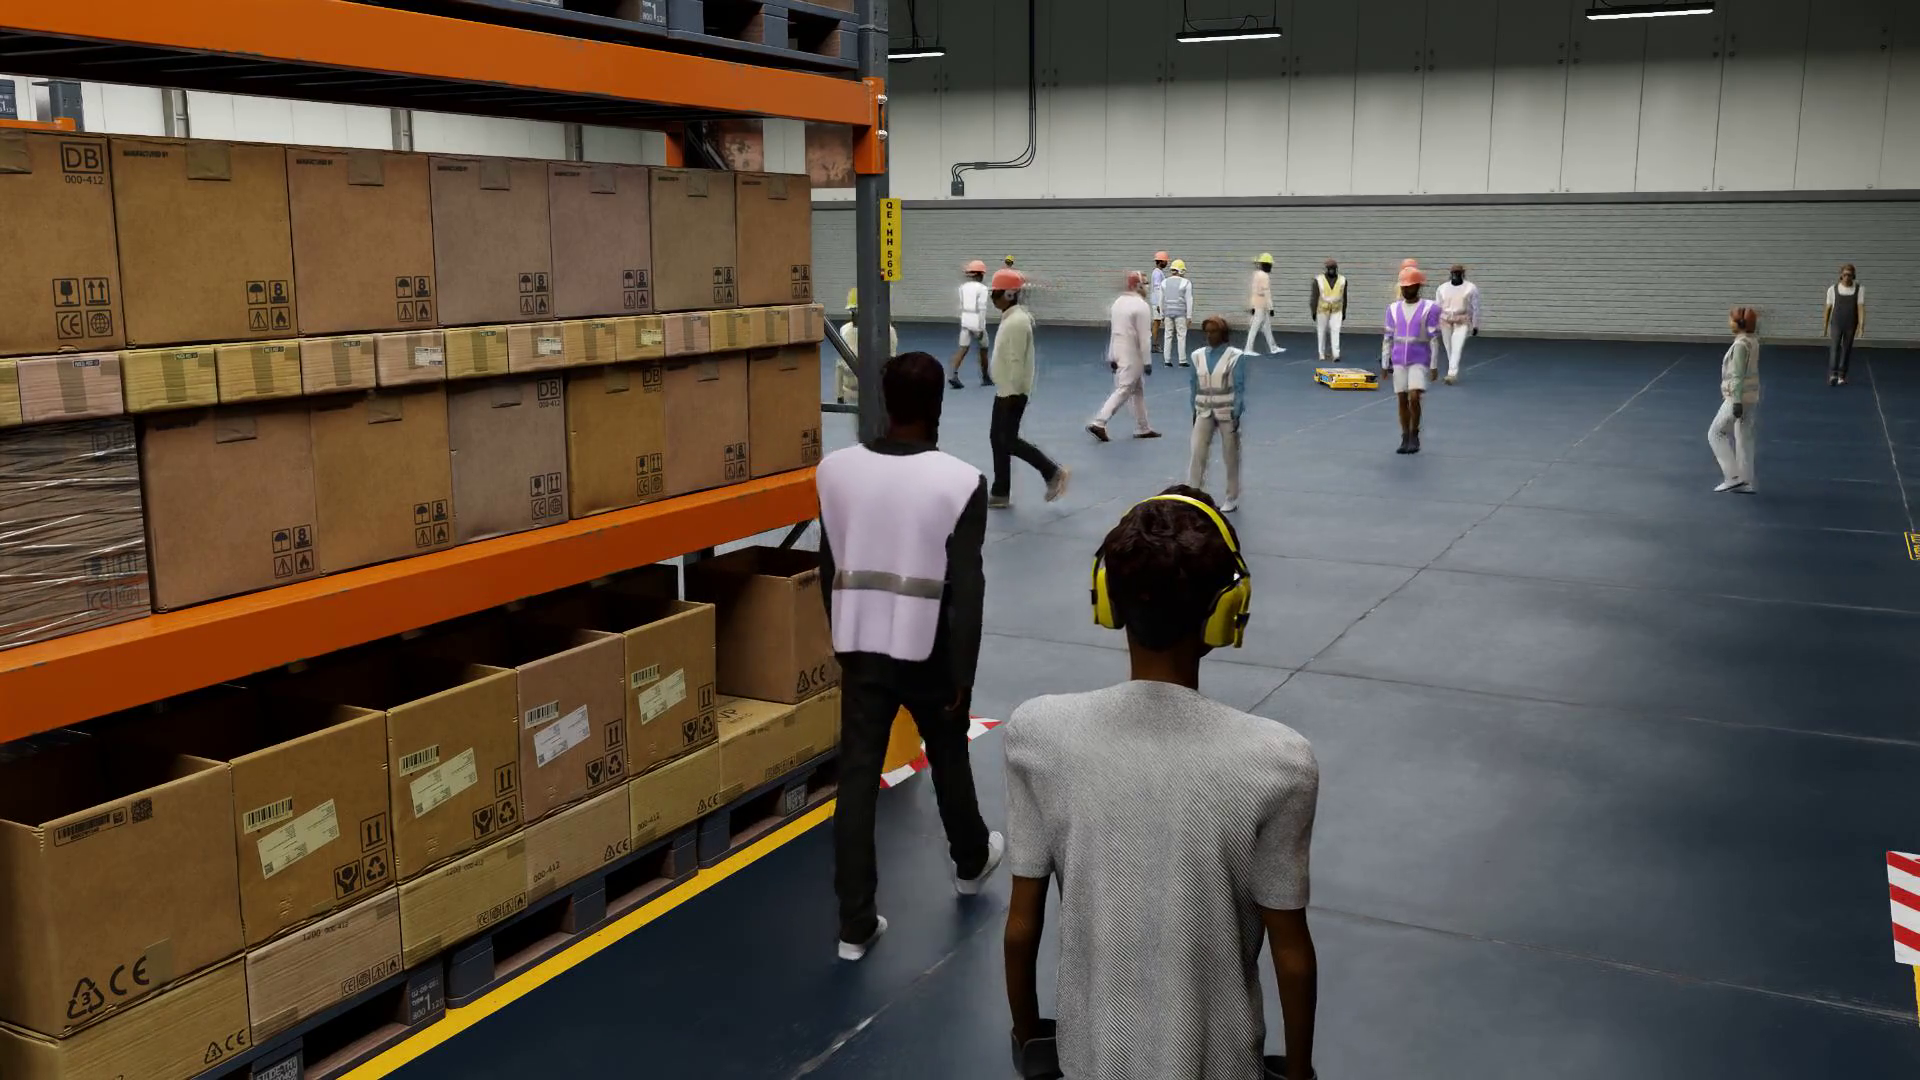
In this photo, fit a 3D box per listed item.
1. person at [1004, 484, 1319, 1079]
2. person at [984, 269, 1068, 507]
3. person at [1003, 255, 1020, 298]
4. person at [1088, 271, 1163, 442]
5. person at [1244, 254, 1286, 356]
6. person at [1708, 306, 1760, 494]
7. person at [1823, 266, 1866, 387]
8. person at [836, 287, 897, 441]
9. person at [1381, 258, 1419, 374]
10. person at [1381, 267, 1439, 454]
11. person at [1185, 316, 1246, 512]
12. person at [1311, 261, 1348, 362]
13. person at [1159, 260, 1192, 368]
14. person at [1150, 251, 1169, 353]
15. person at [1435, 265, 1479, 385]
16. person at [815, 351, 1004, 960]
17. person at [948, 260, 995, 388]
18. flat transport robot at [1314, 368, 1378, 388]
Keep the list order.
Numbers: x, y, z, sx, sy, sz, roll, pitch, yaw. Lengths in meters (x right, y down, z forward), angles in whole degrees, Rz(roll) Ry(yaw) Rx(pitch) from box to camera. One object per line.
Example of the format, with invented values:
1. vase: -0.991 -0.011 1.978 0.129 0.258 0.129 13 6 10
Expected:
1. person: 0.315 0.843 2.617 0.514 1.872 0.328 4 11 20
2. person: 0.486 -1.228 13.621 0.666 1.972 0.630 -2 11 -10
3. person: 1.193 -6.010 40.269 0.535 1.767 0.315 2 11 12
4. person: 1.816 -2.007 18.184 0.949 1.870 0.657 -4 11 -21
5. person: 5.713 -4.352 30.870 0.910 1.885 0.619 -1 10 -4
6. person: 6.745 -1.205 14.429 0.418 1.627 0.512 8 13 38
7. person: 13.156 -3.176 24.749 0.530 1.787 1.003 5 11 25
8. person: -0.796 -1.342 14.755 0.607 1.803 0.807 6 12 29
9. person: 6.888 -3.431 25.849 0.613 1.895 0.571 7 13 35
10. person: 4.578 -1.821 17.007 0.565 1.915 0.521 7 13 34
11. person: 2.027 -0.980 13.290 0.530 1.592 0.844 7 13 34
12. person: 6.581 -4.075 29.672 0.647 1.787 0.975 1 10 5
13. person: 3.657 -3.815 28.126 0.591 1.829 0.404 6 12 31
14. person: 3.810 -4.538 31.760 0.350 1.942 0.543 1 10 6
15. person: 7.462 -3.246 25.123 0.645 1.791 0.987 6 12 30
16. person: -0.163 0.334 5.392 0.616 1.874 0.965 4 11 19
17. person: 0.162 -3.174 24.515 0.555 1.885 1.031 8 13 36
18. flat transport robot: 5.741 -2.419 24.765 0.652 0.197 1.431 0 10 1
